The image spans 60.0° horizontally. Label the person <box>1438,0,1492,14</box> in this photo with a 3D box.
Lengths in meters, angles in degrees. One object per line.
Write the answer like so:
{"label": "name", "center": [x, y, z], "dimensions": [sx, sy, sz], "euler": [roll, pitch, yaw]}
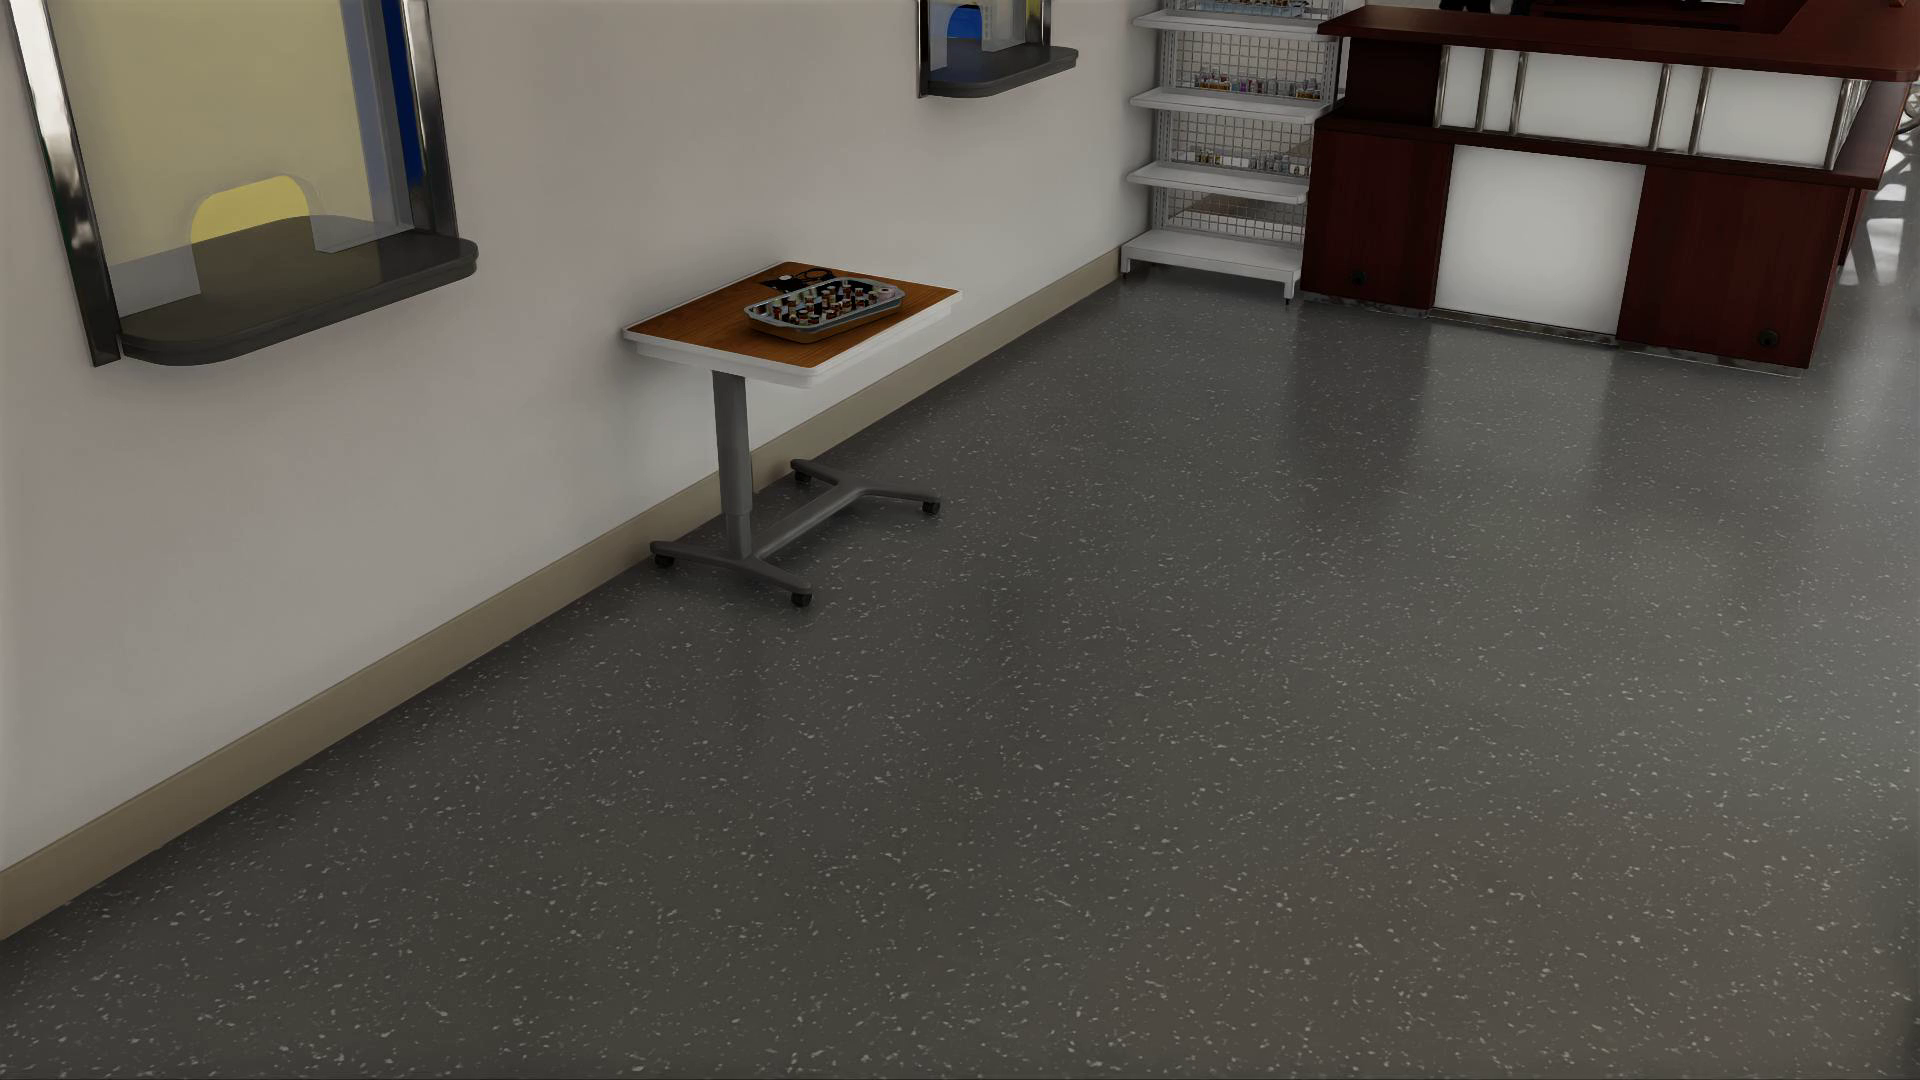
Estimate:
{"label": "person", "center": [4.027, -4.312, 12.664], "dimensions": [0.897, 1.733, 0.783], "euler": [3, 26, 7]}
